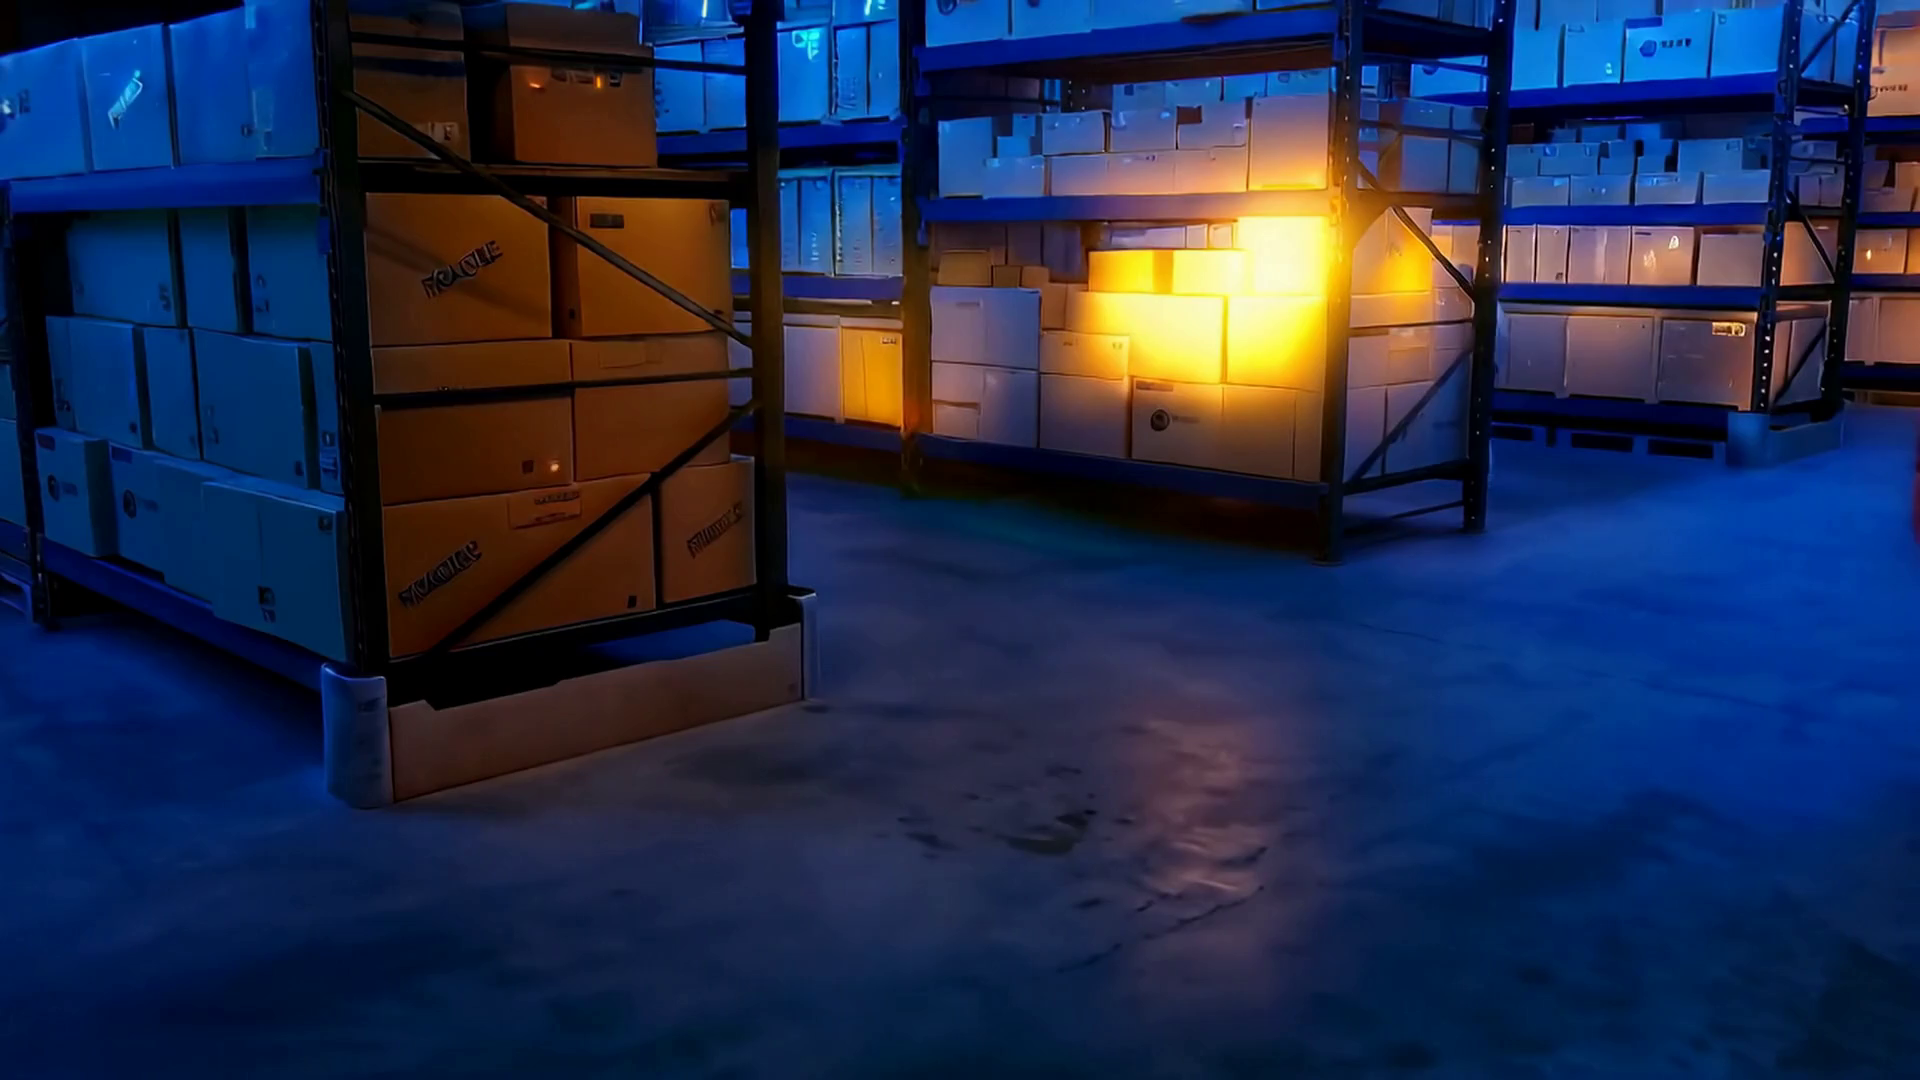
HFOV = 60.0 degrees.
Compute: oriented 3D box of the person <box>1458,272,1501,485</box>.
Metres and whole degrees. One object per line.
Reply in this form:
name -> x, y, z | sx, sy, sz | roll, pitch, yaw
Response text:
person -> 4.349, -1.395, 14.327 | 0.676, 1.816, 0.663 | 8, 13, 38
